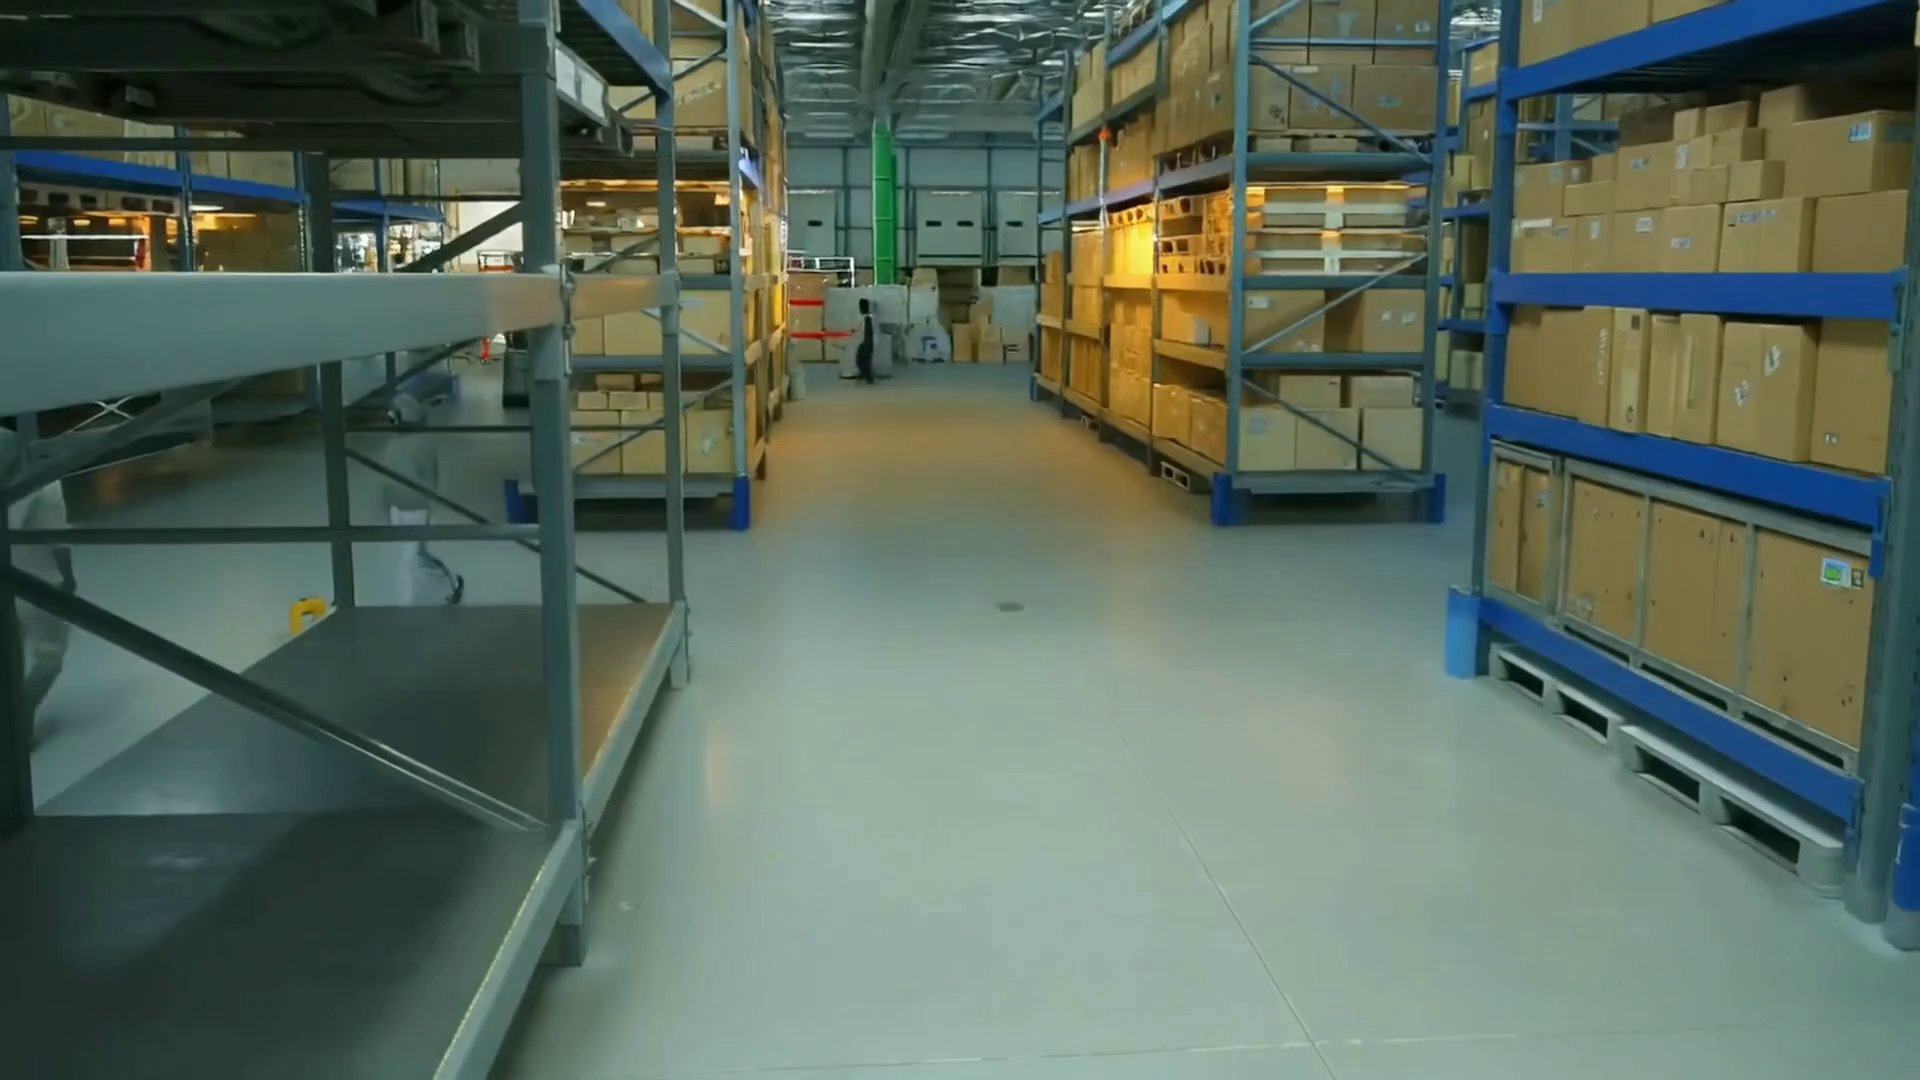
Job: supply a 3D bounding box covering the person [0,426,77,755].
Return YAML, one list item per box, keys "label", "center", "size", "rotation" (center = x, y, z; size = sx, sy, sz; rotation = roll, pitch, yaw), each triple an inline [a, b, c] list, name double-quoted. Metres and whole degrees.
- label: "person"
  center: [-4.614, 0.285, 8.094]
  size: [0.539, 1.677, 0.656]
  rotation: [-1, 9, -6]

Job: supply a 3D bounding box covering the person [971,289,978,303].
- label: "person"
  center: [0.560, -7.447, 55.848]
  size: [0.370, 1.935, 0.547]
  rotation: [-4, 10, -22]

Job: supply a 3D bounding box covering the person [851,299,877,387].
- label: "person"
  center: [-2.114, -4.236, 35.792]
  size: [0.692, 1.895, 0.630]
  rotation: [-2, 9, -10]

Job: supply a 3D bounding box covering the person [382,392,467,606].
- label: "person"
  center: [-3.716, -0.210, 11.406]
  size: [0.504, 1.619, 0.523]
  rotation: [6, 11, 31]

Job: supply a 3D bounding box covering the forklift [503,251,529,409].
- label: "forklift"
  center: [-7.582, -3.803, 30.012]
  size: [1.129, 2.768, 1.873]
  rotation: [-1, 9, -4]
